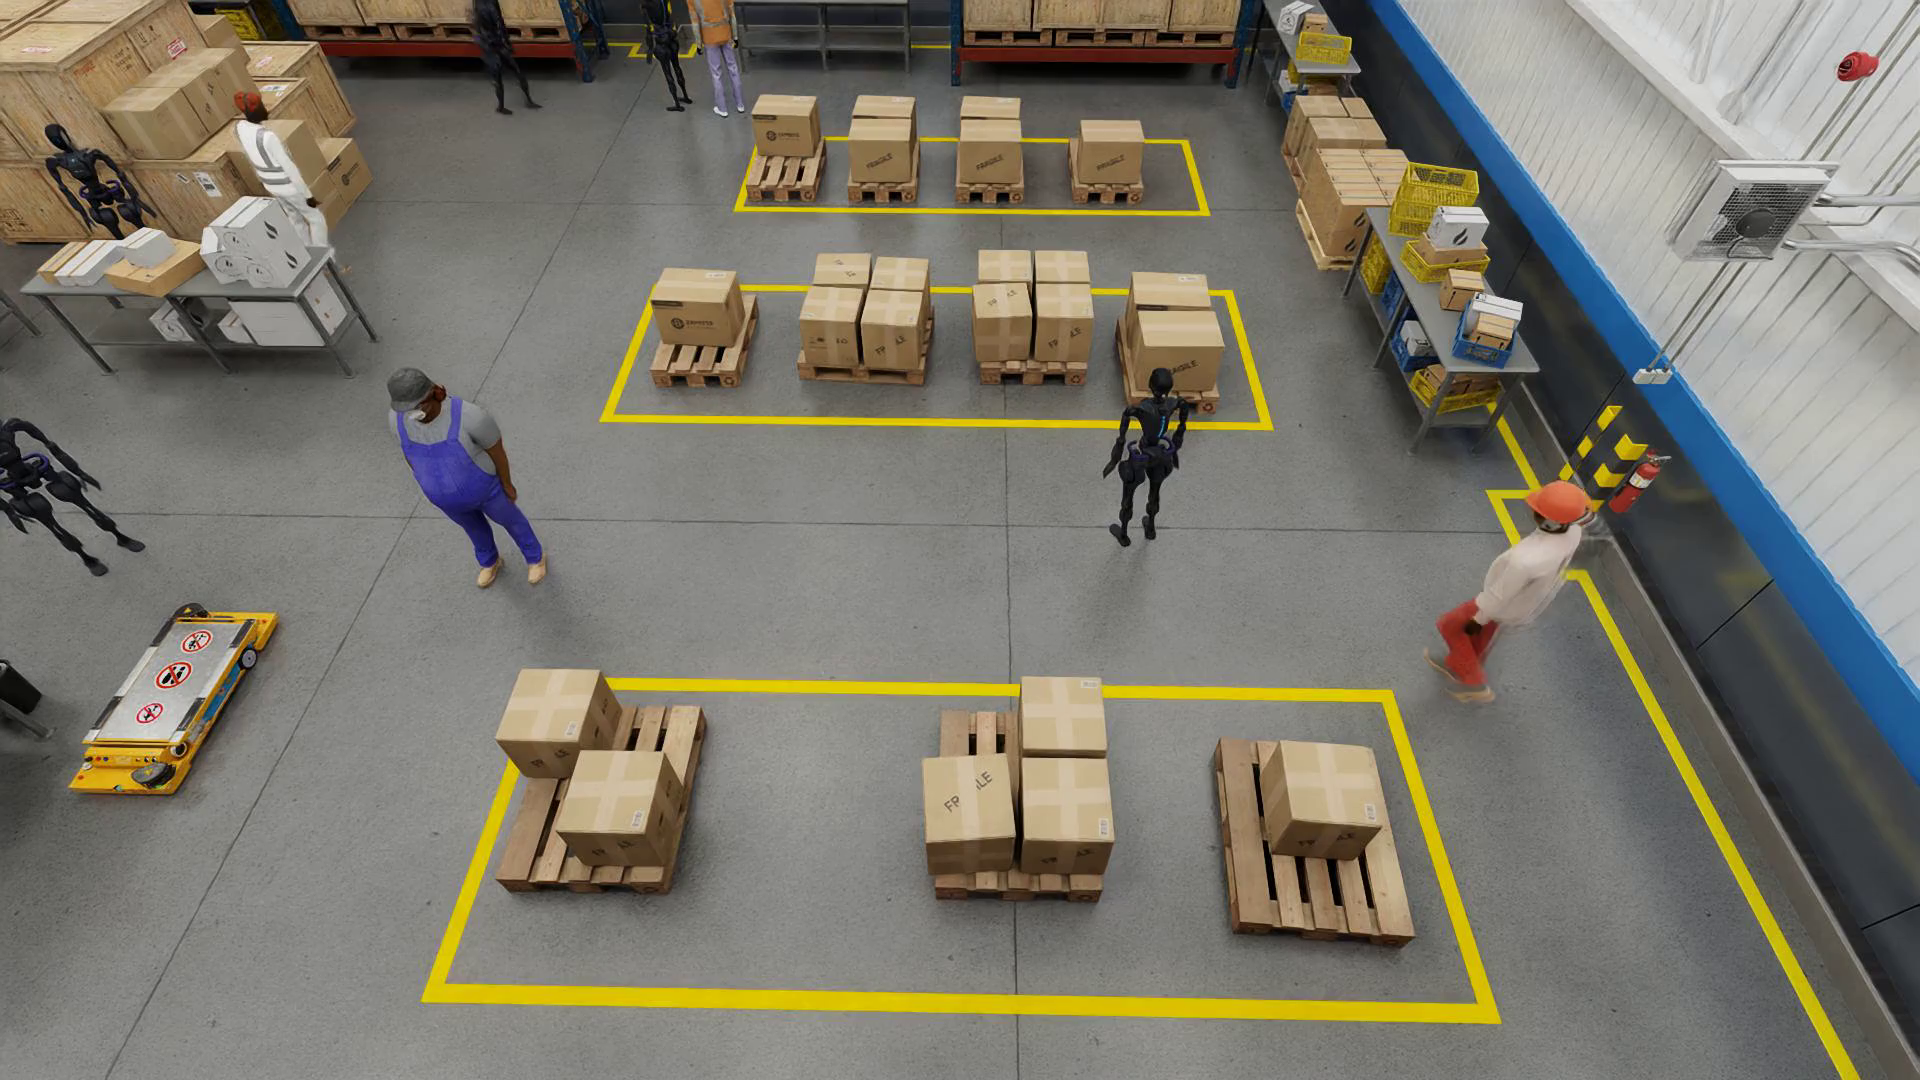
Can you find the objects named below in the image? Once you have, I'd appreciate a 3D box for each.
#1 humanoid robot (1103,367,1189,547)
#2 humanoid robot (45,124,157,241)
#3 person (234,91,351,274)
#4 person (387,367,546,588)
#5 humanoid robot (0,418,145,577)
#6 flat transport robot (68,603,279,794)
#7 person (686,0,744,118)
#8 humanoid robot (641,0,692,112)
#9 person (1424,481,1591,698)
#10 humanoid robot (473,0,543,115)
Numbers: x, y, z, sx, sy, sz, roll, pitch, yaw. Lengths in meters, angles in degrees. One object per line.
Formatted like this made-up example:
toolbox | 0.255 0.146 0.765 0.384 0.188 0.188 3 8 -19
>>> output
humanoid robot | 1.408 -0.614 6.954 0.601 1.657 0.323 -11 51 -9
humanoid robot | -8.619 -3.392 9.304 0.601 1.657 0.330 -24 54 -19
person | -6.936 -3.629 9.391 0.758 1.878 0.364 21 53 17
person | -3.530 -0.389 6.537 0.678 2.000 0.537 -2 50 -2
humanoid robot | -6.796 -0.385 6.769 0.326 1.651 0.571 27 55 21
flat transport robot | -5.504 1.072 6.442 0.652 0.197 1.431 1 50 1
person | -3.119 -6.432 11.721 0.587 1.930 0.360 -24 54 -19
humanoid robot | -3.873 -6.478 11.916 0.331 1.657 0.599 15 51 12
person | 3.519 0.362 5.942 0.650 1.973 0.469 -27 55 -21
humanoid robot | -5.967 -6.334 11.822 0.655 1.615 0.604 14 51 12
